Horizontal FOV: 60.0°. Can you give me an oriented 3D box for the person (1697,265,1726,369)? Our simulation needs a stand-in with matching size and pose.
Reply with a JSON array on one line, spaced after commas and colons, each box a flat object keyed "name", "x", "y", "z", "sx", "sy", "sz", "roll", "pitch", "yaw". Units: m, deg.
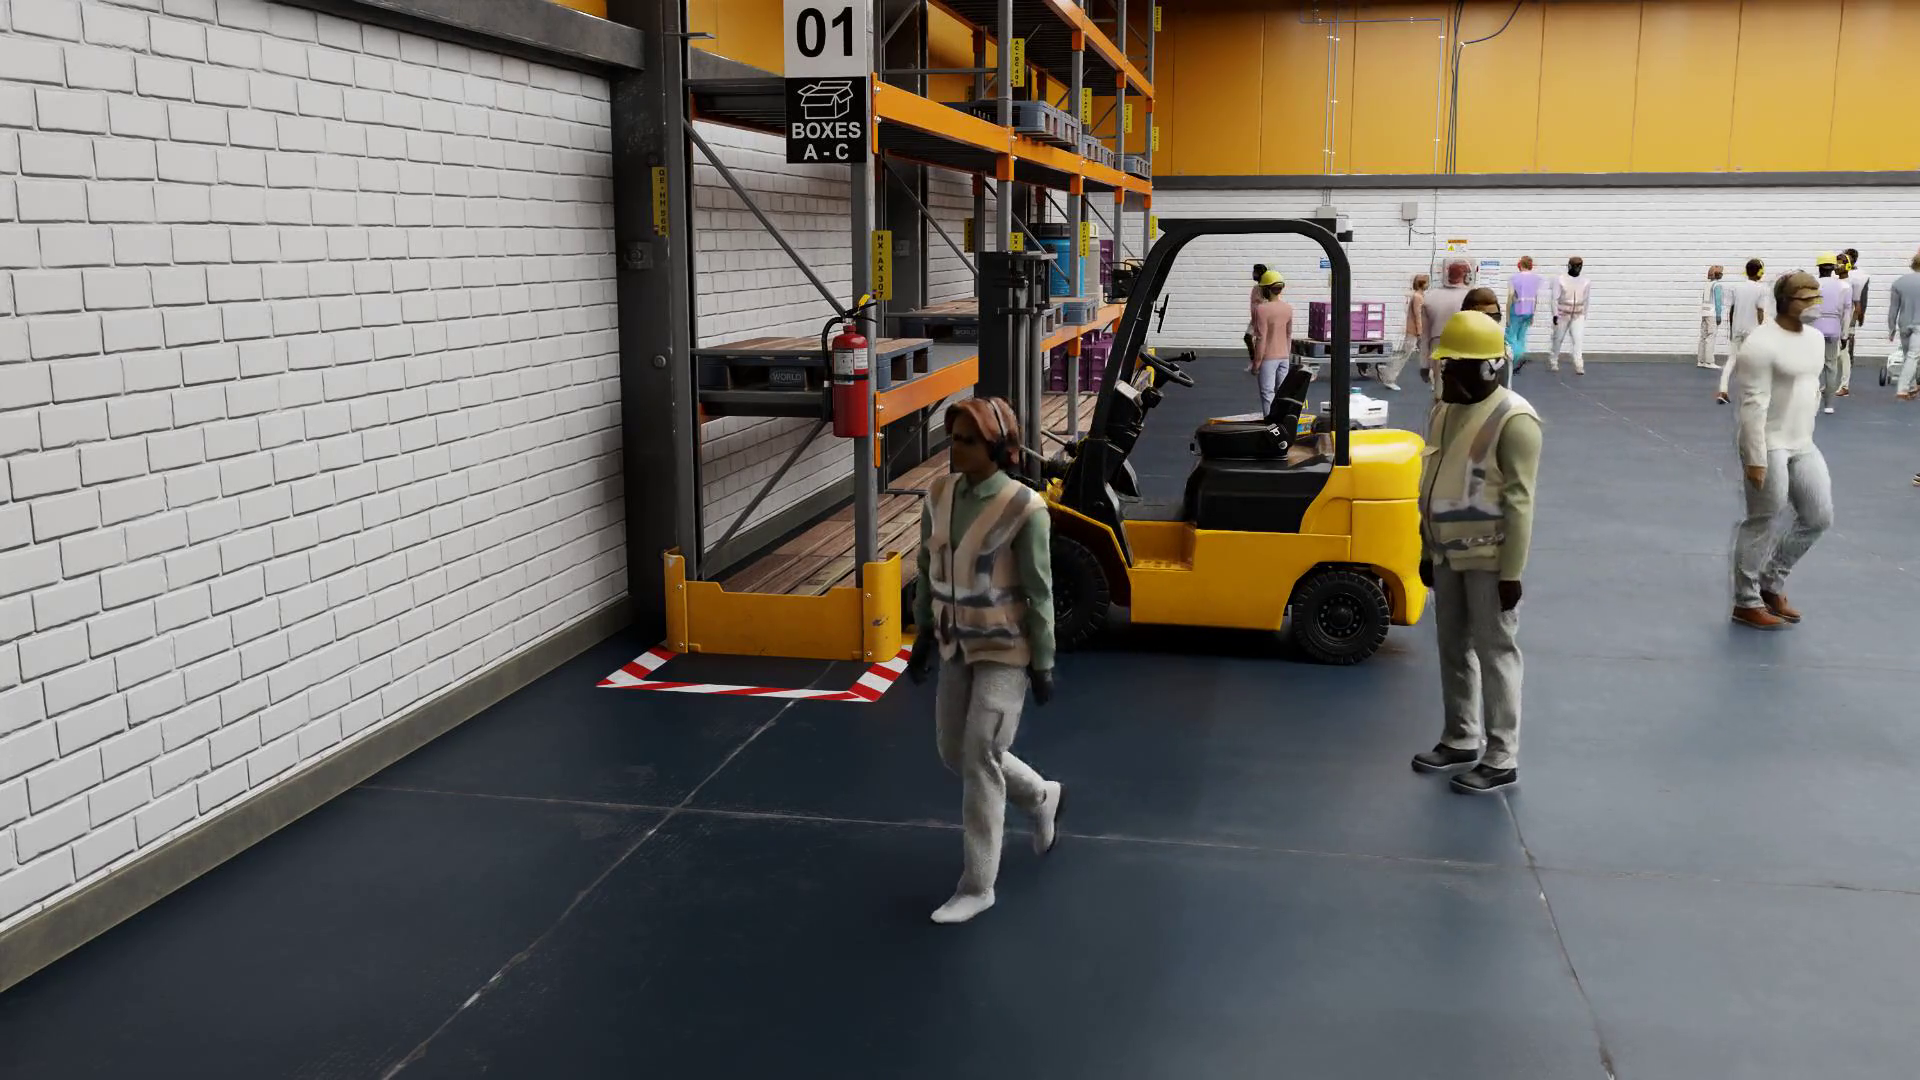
[{"name": "person", "x": 11.993, "y": -3.555, "z": 26.532, "sx": 0.312, "sy": 1.642, "sz": 0.512, "roll": 0, "pitch": 10, "yaw": 0}]

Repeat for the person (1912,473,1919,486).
[{"name": "person", "x": 8.283, "y": -1.418, "z": 13.923, "sx": 0.367, "sy": 1.966, "sz": 0.607, "roll": 7, "pitch": 12, "yaw": 34}]

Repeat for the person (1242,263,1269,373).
[{"name": "person", "x": 4.496, "y": -3.351, "z": 25.276, "sx": 0.528, "sy": 1.676, "sz": 0.557, "roll": -2, "pitch": 11, "yaw": -10}]

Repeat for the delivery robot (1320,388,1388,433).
[{"name": "delivery robot", "x": 4.017, "y": -1.311, "z": 16.949, "sx": 0.707, "sy": 0.478, "sz": 0.477, "roll": -6, "pitch": 12, "yaw": -30}]

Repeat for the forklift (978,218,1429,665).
[{"name": "forklift", "x": 1.285, "y": -0.567, "z": 8.635, "sx": 2.313, "sy": 2.155, "sz": 1.214, "roll": 2, "pitch": 11, "yaw": 11}]

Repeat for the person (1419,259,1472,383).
[{"name": "person", "x": 4.570, "y": -1.610, "z": 15.192, "sx": 0.558, "sy": 1.891, "sz": 0.660, "roll": -9, "pitch": 14, "yaw": -41}]

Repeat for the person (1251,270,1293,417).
[{"name": "person", "x": 3.067, "y": -1.777, "z": 16.439, "sx": 0.529, "sy": 1.767, "sz": 0.329, "roll": -9, "pitch": 13, "yaw": -39}]

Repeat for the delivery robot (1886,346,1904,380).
[{"name": "delivery robot", "x": 13.266, "y": -2.493, "z": 23.431, "sx": 0.477, "sy": 0.478, "sz": 0.707, "roll": 6, "pitch": 12, "yaw": 29}]

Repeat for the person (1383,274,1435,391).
[{"name": "person", "x": 6.200, "y": -2.809, "z": 22.567, "sx": 0.887, "sy": 1.592, "sz": 0.529, "roll": 5, "pitch": 11, "yaw": 25}]

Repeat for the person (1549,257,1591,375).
[{"name": "person", "x": 9.376, "y": -3.460, "z": 25.617, "sx": 0.626, "sy": 1.799, "sz": 0.970, "roll": 1, "pitch": 10, "yaw": 3}]

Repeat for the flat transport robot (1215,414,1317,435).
[{"name": "flat transport robot", "x": 3.183, "y": -1.181, "z": 17.273, "sx": 1.431, "sy": 0.197, "sz": 0.652, "roll": -10, "pitch": 14, "yaw": -42}]

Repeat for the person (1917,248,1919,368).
[{"name": "person", "x": 14.802, "y": -3.511, "z": 25.406, "sx": 0.597, "sy": 1.965, "sz": 0.815, "roll": 1, "pitch": 10, "yaw": 7}]

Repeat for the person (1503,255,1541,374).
[{"name": "person", "x": 8.576, "y": -3.423, "z": 25.320, "sx": 0.571, "sy": 1.815, "sz": 0.476, "roll": -3, "pitch": 11, "yaw": -16}]

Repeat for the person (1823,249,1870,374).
[{"name": "person", "x": 13.402, "y": -3.438, "z": 25.227, "sx": 0.653, "sy": 1.914, "sz": 0.518, "roll": 2, "pitch": 11, "yaw": 12}]

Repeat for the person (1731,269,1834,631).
[{"name": "person", "x": 4.363, "y": -0.463, "z": 8.813, "sx": 0.650, "sy": 1.918, "sz": 0.454, "roll": -6, "pitch": 12, "yaw": -30}]

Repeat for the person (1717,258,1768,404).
[{"name": "person", "x": 9.871, "y": -2.622, "z": 20.942, "sx": 0.965, "sy": 1.825, "sz": 0.533, "roll": -8, "pitch": 13, "yaw": -38}]

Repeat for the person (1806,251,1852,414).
[{"name": "person", "x": 10.188, "y": -2.448, "z": 19.686, "sx": 0.594, "sy": 1.922, "sz": 0.386, "roll": 2, "pitch": 11, "yaw": 12}]

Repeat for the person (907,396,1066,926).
[{"name": "person", "x": 0.127, "y": 0.346, "z": 5.208, "sx": 0.621, "sy": 1.616, "sz": 0.515, "roll": -9, "pitch": 13, "yaw": -40}]

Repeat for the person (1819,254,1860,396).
[{"name": "person", "x": 11.592, "y": -2.823, "z": 21.919, "sx": 0.319, "sy": 1.860, "sz": 0.521, "roll": -2, "pitch": 11, "yaw": -13}]

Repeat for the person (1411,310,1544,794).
[{"name": "person", "x": 1.934, "y": 0.045, "z": 6.323, "sx": 0.418, "sy": 1.821, "sz": 0.602, "roll": -3, "pitch": 11, "yaw": -18}]

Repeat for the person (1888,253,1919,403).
[{"name": "person", "x": 12.224, "y": -2.706, "z": 21.205, "sx": 0.996, "sy": 1.883, "sz": 0.636, "roll": -7, "pitch": 12, "yaw": -33}]

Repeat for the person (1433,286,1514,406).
[{"name": "person", "x": 2.813, "y": -0.485, "z": 9.194, "sx": 0.537, "sy": 1.825, "sz": 0.476, "roll": -5, "pitch": 11, "yaw": -24}]
